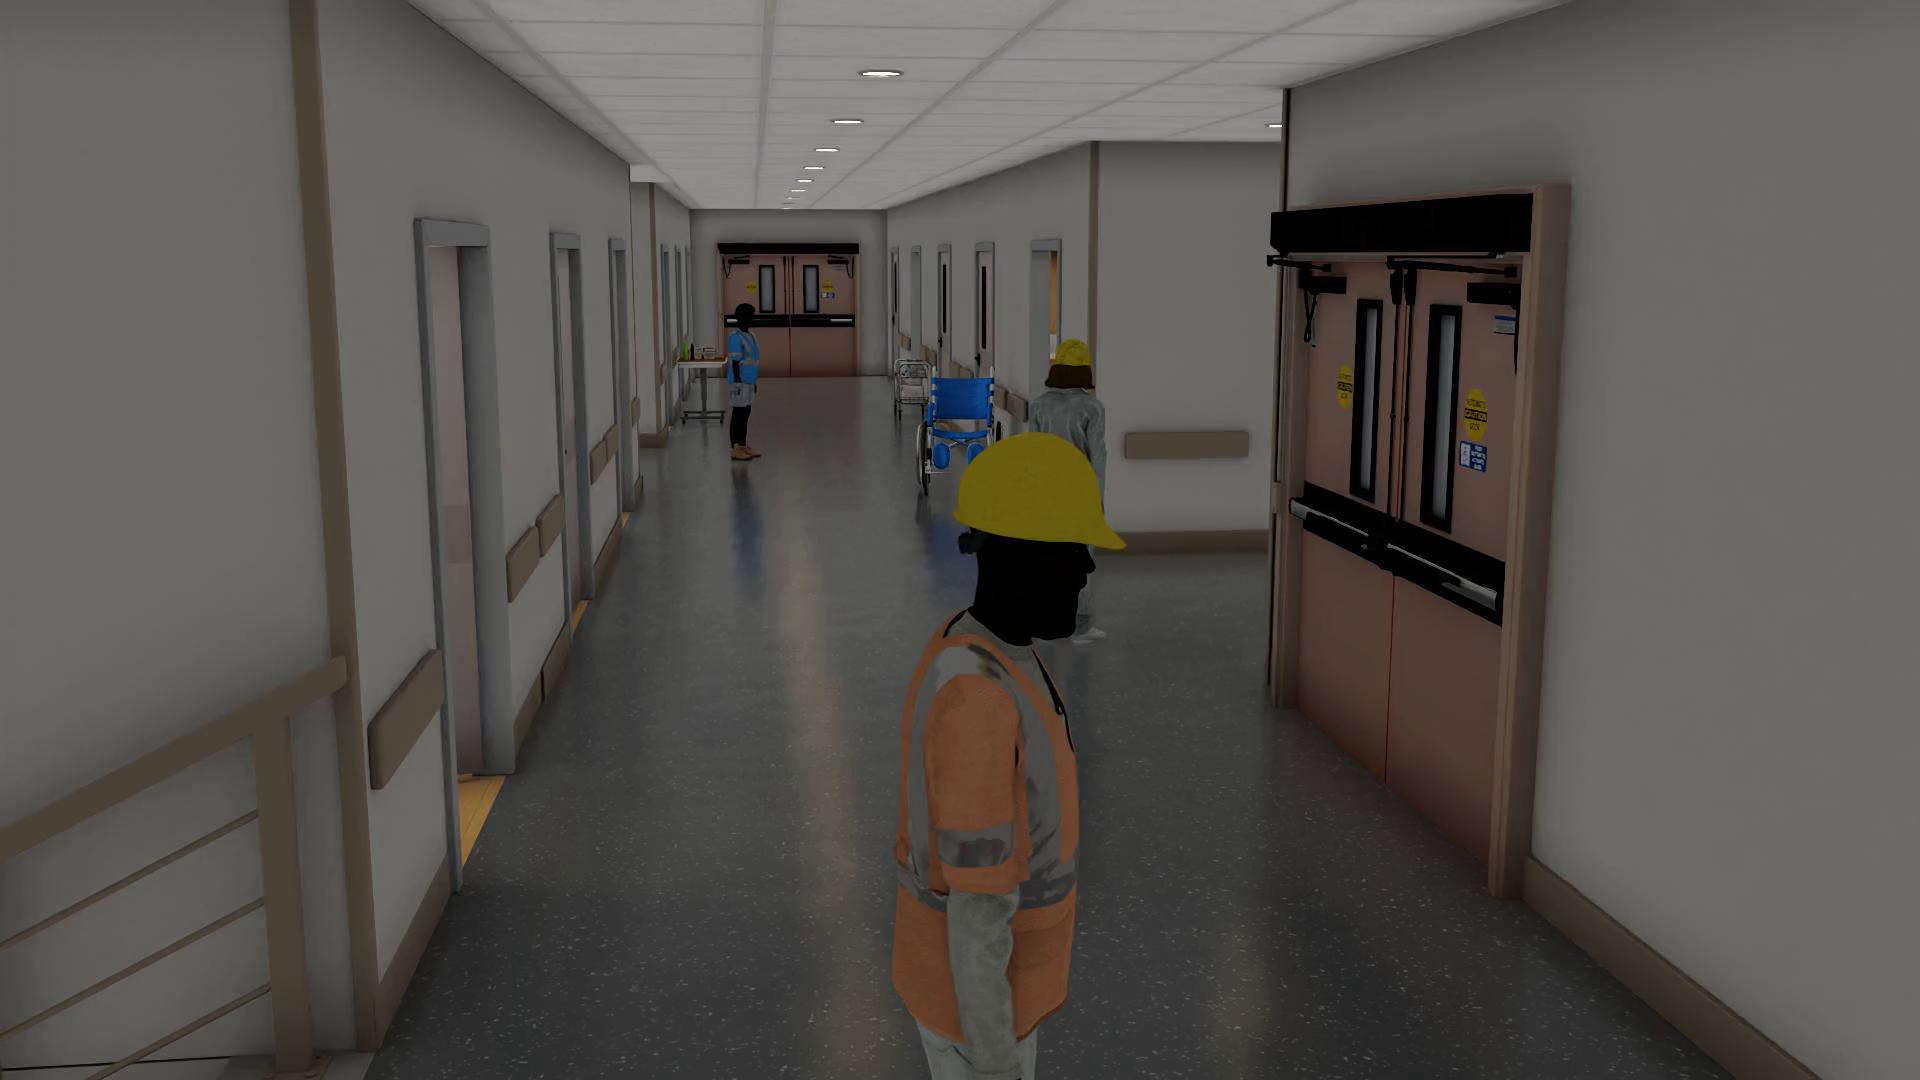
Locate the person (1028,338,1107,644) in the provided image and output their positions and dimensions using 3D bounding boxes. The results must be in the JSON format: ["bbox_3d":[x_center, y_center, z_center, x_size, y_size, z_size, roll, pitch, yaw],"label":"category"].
[{"bbox_3d":[0.623,-0.278,9.521,0.489,1.743,0.311,6,11,31],"label":"person"}]

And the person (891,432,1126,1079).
[{"bbox_3d":[0.082,0.766,2.938,0.393,1.918,0.585,1,10,5],"label":"person"}]

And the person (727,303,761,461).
[{"bbox_3d":[-2.339,-1.715,18.012,0.320,1.697,0.537,3,10,14],"label":"person"}]
